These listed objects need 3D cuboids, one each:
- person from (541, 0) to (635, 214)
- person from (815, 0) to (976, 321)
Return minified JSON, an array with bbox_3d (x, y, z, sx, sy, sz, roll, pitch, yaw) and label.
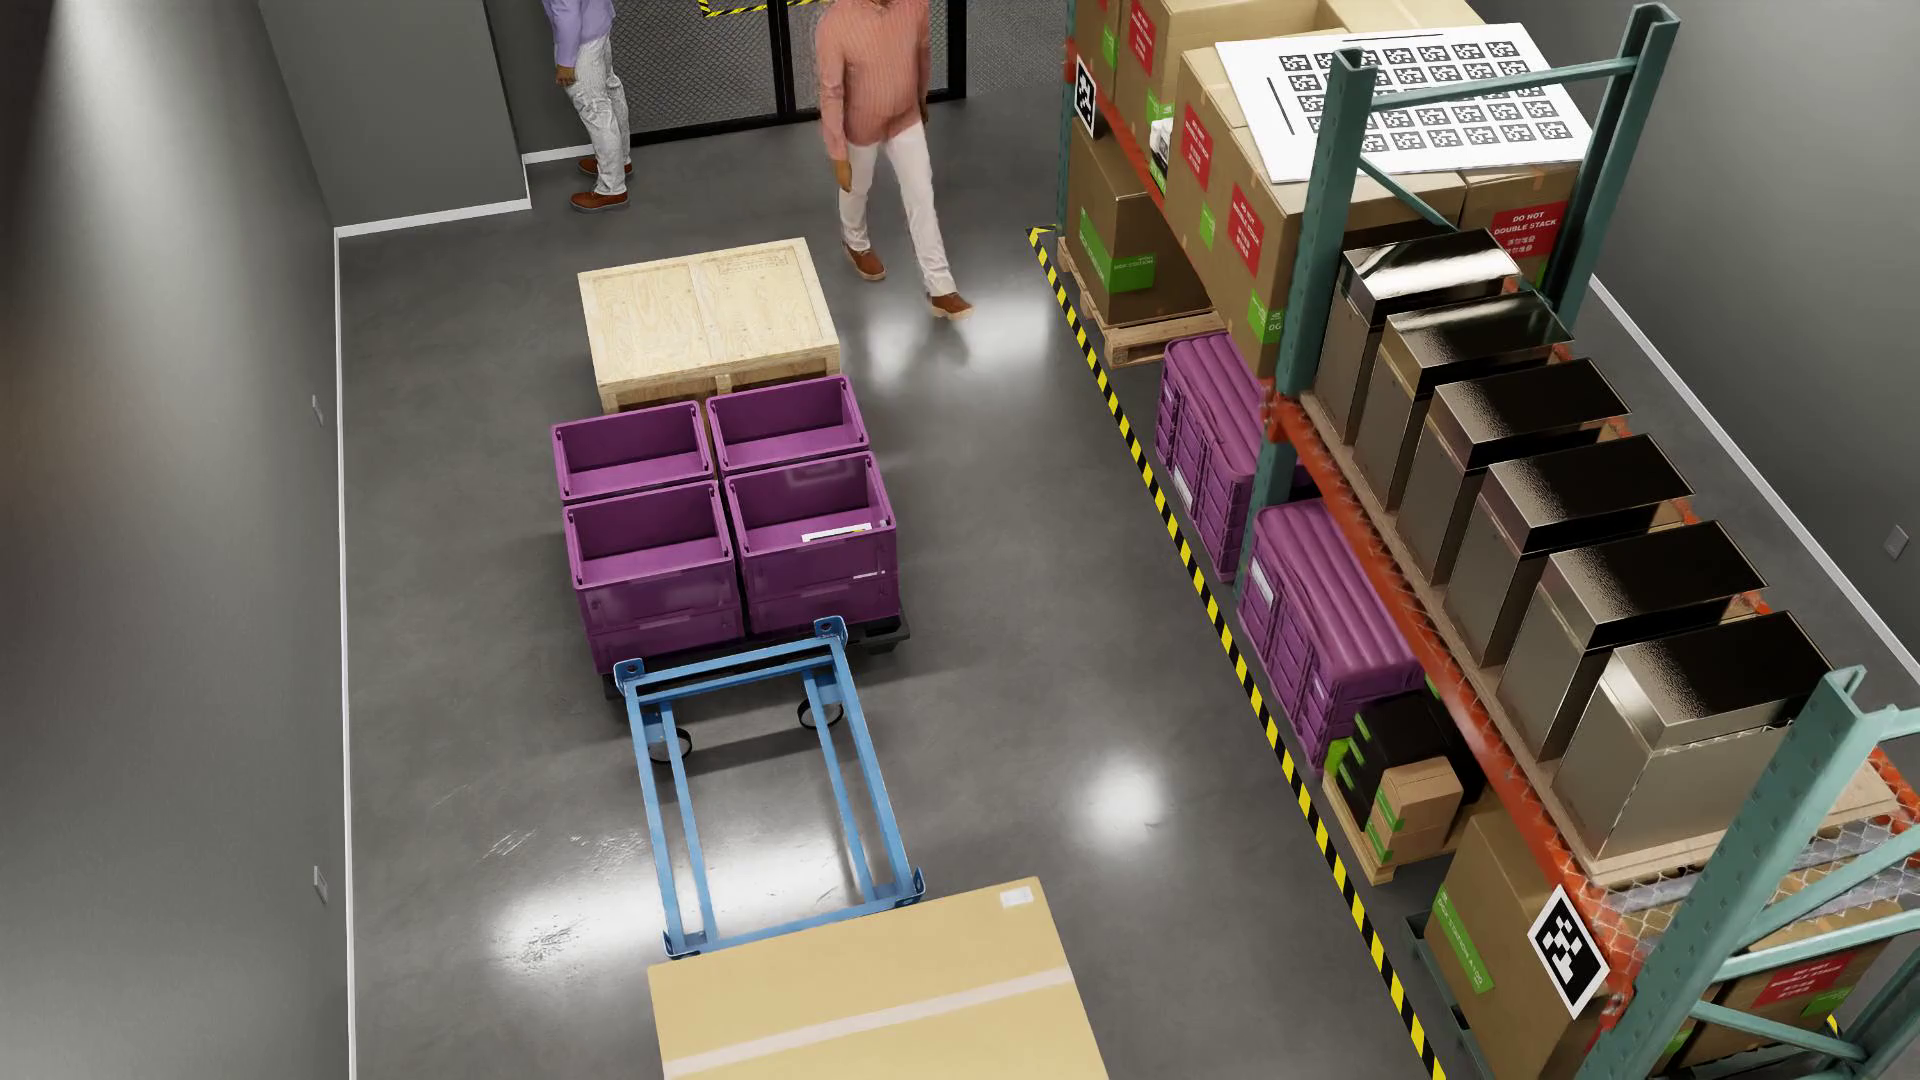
[{"bbox_3d":[-1.885,-2.516,8.199,0.371,1.938,0.630,1,47,1],"label":"person"},{"bbox_3d":[-0.320,-1.861,7.588,0.660,1.941,0.995,-26,52,-22],"label":"person"}]
